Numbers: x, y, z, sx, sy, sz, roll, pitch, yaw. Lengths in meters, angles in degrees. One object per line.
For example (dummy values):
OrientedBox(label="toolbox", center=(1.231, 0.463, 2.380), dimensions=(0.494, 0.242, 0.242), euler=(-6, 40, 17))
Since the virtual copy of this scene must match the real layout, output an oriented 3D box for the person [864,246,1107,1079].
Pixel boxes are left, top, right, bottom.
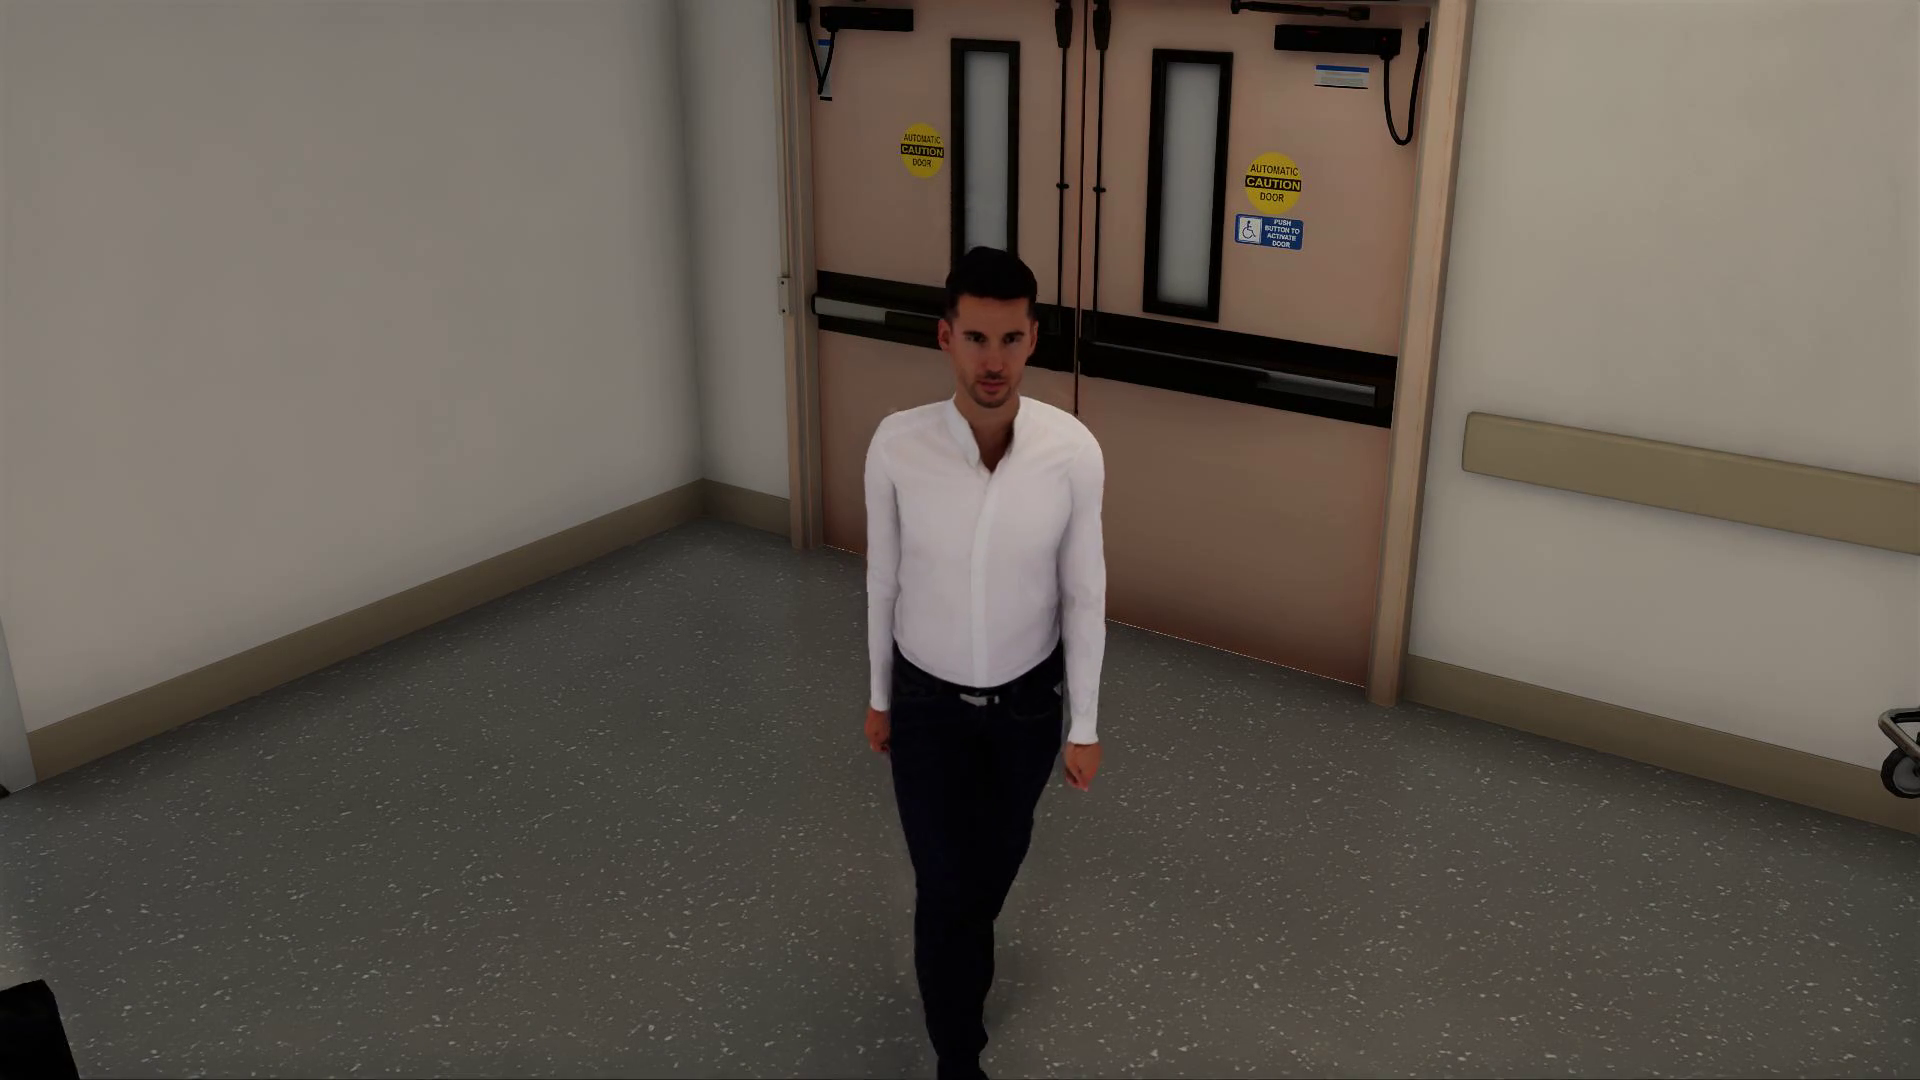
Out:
OrientedBox(label="person", center=(0.038, 0.297, 3.463), dimensions=(1.145, 1.812, 1.301), euler=(0, 21, 0))
